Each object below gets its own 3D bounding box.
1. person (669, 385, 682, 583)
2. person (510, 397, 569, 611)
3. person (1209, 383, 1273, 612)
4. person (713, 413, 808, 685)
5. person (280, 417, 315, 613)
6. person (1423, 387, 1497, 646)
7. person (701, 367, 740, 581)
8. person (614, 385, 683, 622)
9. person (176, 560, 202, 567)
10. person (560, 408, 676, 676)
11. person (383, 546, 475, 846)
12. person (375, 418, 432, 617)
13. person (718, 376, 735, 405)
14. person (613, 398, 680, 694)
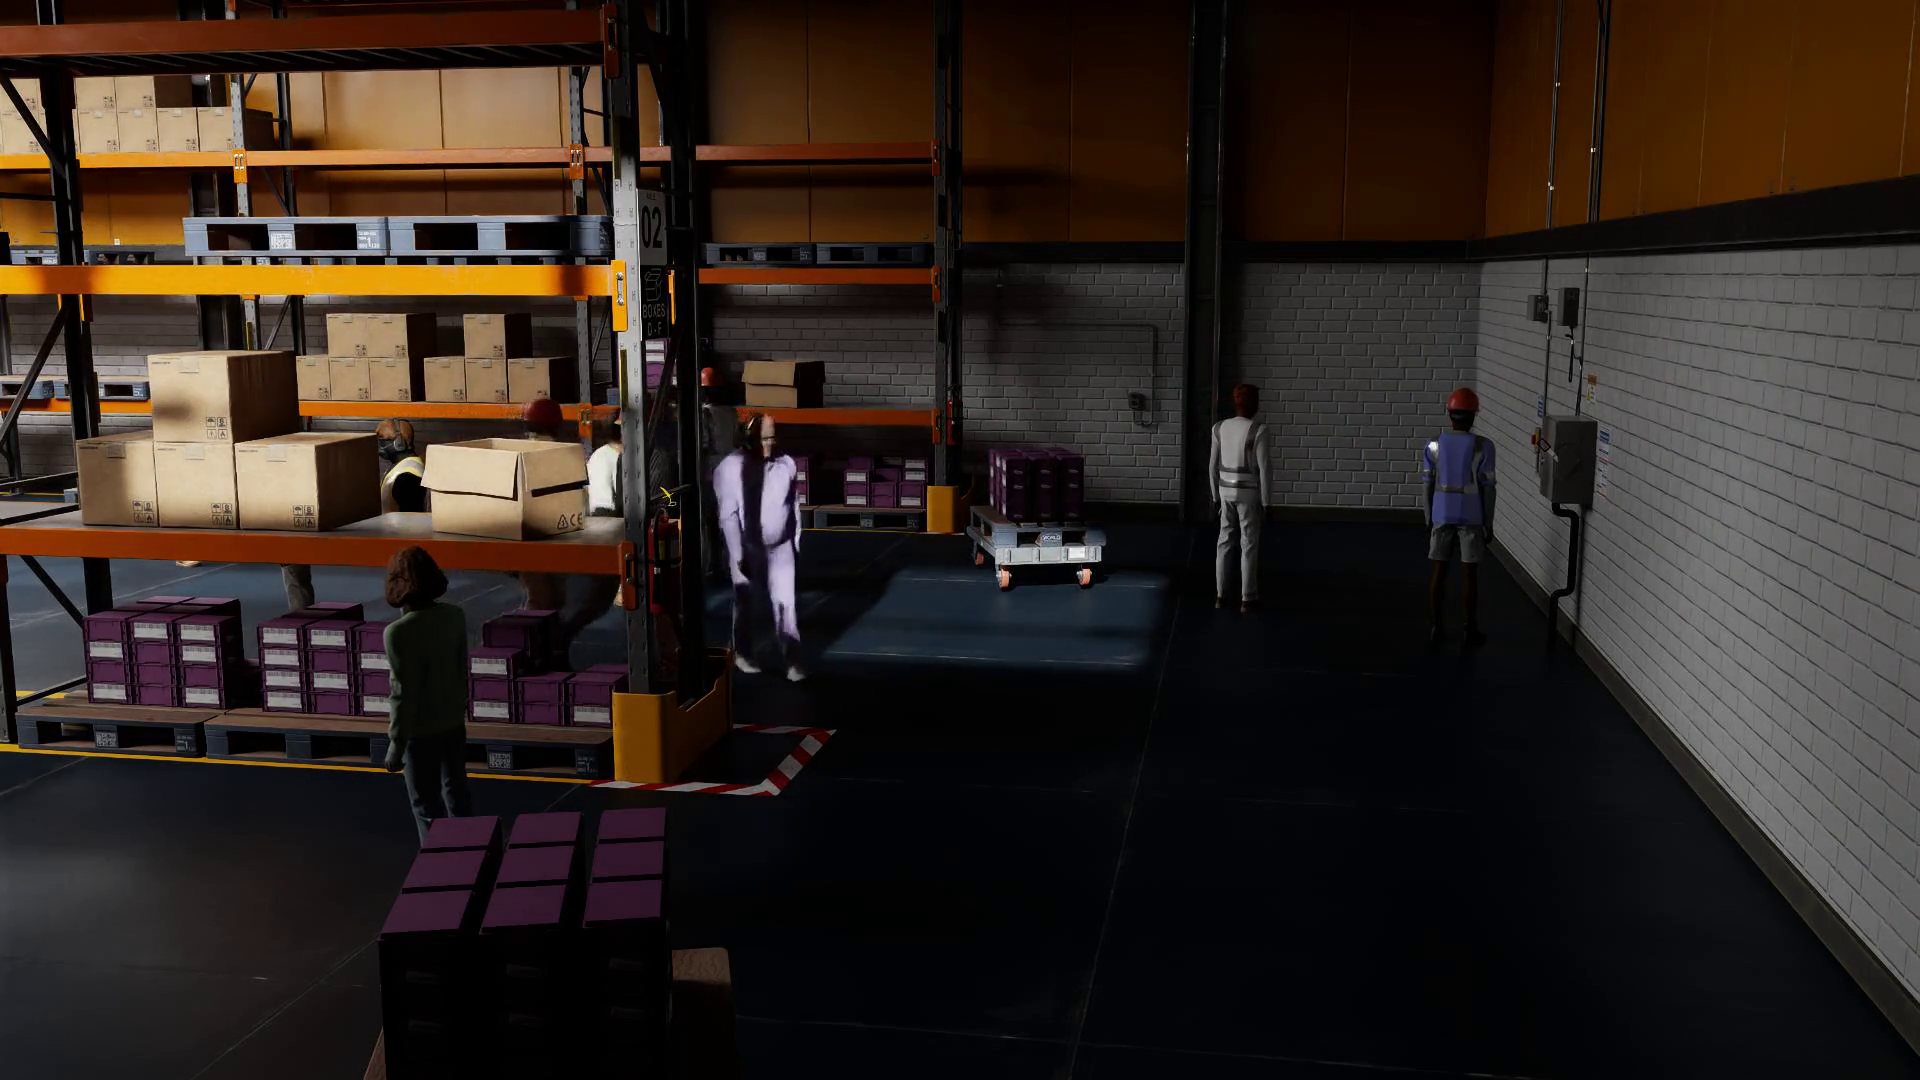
[{"bbox_3d":[-2.680,-0.472,14.831,0.646,1.797,0.701,7,12,39],"label":"person"},{"bbox_3d":[-2.934,0.002,11.301,0.654,1.970,0.652,4,10,25],"label":"person"},{"bbox_3d":[2.325,-0.349,13.730,0.585,1.882,0.337,9,13,44],"label":"person"},{"bbox_3d":[-1.353,0.058,11.334,0.665,1.856,0.875,-5,11,-30],"label":"person"},{"bbox_3d":[-4.792,-0.028,11.886,0.404,1.837,0.589,-3,10,-18],"label":"person"},{"bbox_3d":[3.741,-0.172,12.469,0.544,1.938,0.355,6,11,31],"label":"person"},{"bbox_3d":[-2.246,-0.595,15.097,0.373,1.934,0.551,6,11,34],"label":"person"},{"bbox_3d":[-2.481,-0.309,13.443,0.816,1.903,0.660,6,11,32],"label":"person"},{"bbox_3d":[-7.327,-0.672,15.891,0.430,1.838,0.624,2,9,15],"label":"person"},{"bbox_3d":[-2.408,0.037,11.306,0.927,1.908,0.640,3,10,19],"label":"person"},{"bbox_3d":[-2.297,0.834,7.170,0.291,1.632,0.501,3,10,19],"label":"person"},{"bbox_3d":[-3.717,0.098,11.136,0.430,1.836,0.619,-3,10,-20],"label":"person"},{"bbox_3d":[-2.320,-0.671,15.961,0.973,1.804,0.669,-4,10,-21],"label":"person"},{"bbox_3d":[-2.073,0.050,10.917,0.608,1.995,0.376,8,12,39],"label":"person"}]
